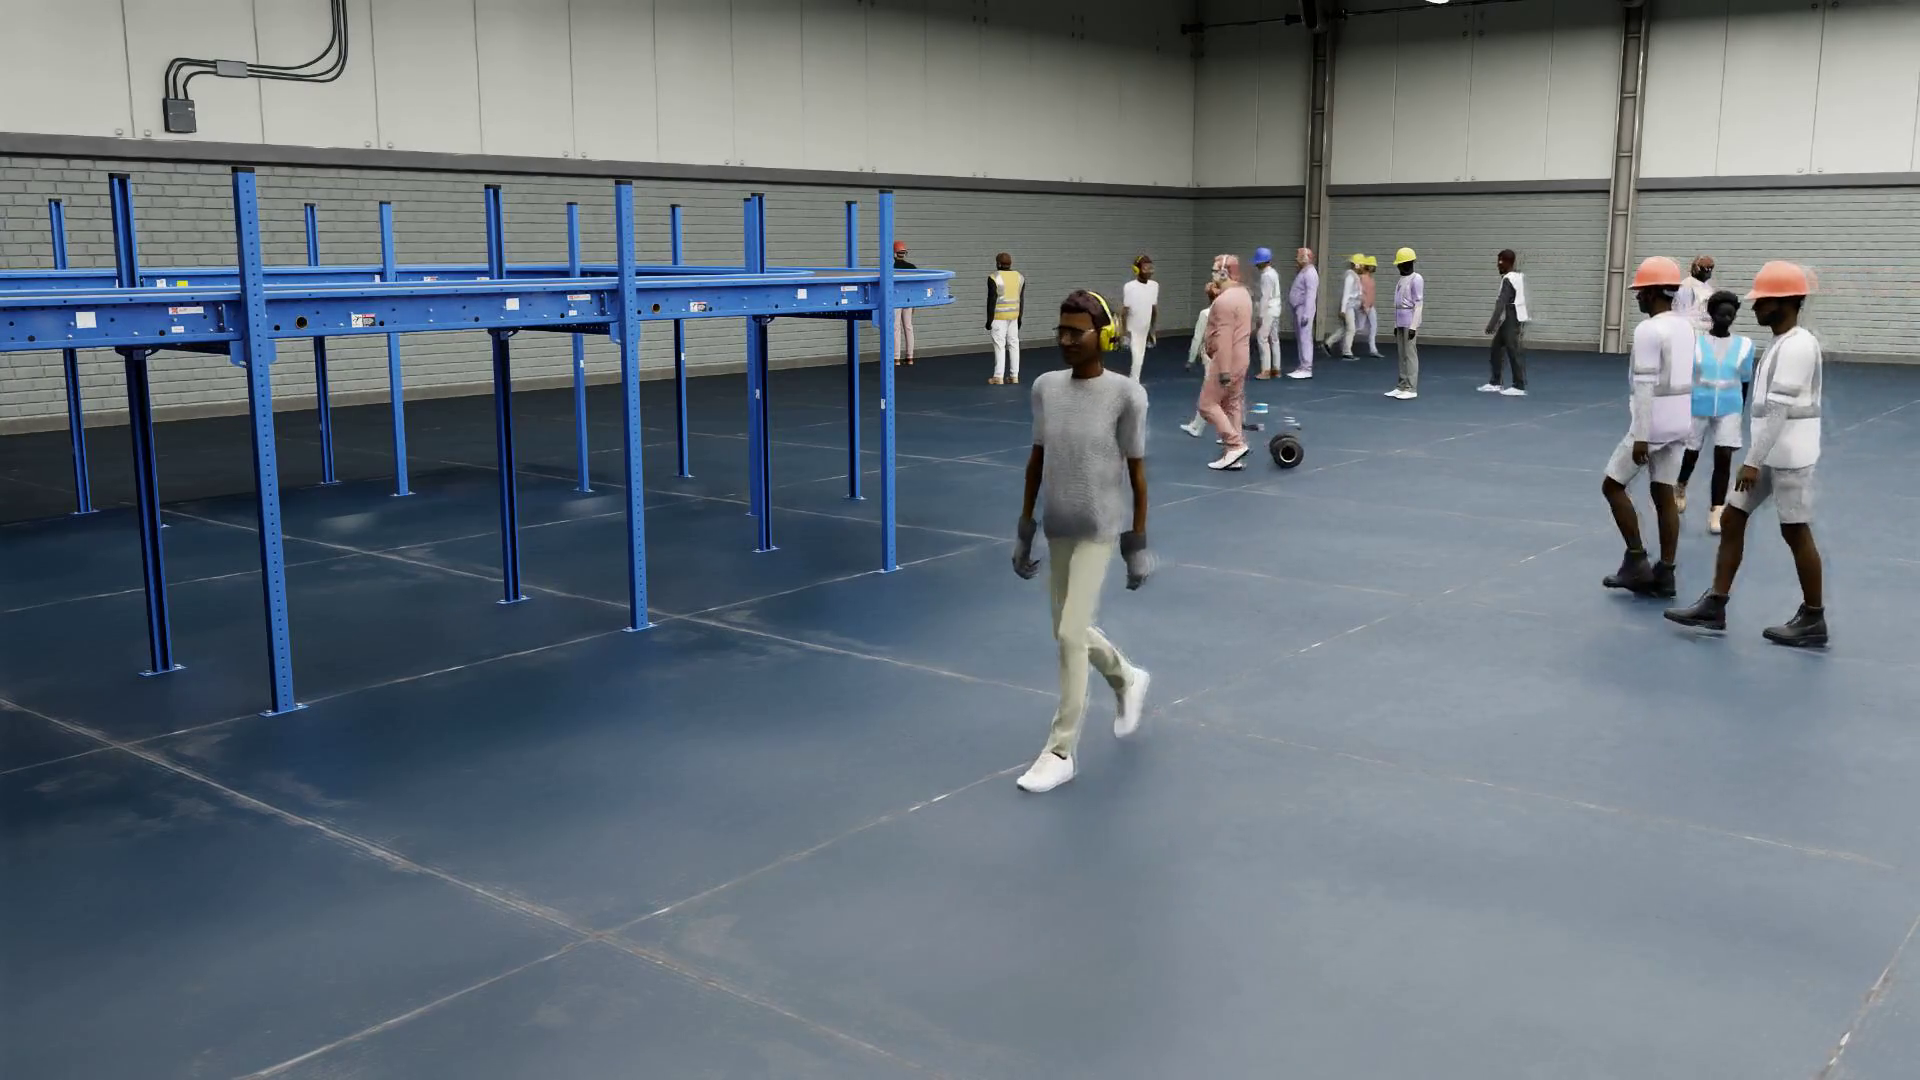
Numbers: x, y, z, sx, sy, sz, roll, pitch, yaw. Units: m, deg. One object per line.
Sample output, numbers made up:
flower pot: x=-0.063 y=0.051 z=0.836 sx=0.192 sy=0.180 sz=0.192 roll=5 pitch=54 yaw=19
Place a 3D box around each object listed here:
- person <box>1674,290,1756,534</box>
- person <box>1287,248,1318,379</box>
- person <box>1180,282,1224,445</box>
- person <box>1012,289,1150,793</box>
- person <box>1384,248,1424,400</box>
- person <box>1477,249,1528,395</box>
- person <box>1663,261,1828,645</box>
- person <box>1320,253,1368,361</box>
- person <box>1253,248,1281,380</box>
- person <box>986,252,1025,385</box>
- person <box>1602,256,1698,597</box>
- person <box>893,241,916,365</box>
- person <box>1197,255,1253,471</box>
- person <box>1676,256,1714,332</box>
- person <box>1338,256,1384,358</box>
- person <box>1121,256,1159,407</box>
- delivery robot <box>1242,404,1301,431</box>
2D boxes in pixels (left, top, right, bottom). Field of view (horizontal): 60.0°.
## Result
person: x=5.285 y=-0.927 z=11.731 sx=0.524 sy=1.677 sz=0.725 roll=3 pitch=11 yaw=15
person: x=5.017 y=-3.325 z=24.399 sx=0.403 sy=1.904 sz=0.651 roll=0 pitch=10 yaw=2
person: x=2.493 y=-1.765 z=16.598 sx=0.527 sy=1.592 sz=0.849 roll=-10 pitch=14 yaw=-44
person: x=0.490 y=-0.034 z=6.351 sx=0.525 sy=1.847 sz=0.850 roll=9 pitch=14 yaw=41
person: x=5.696 y=-2.765 z=21.260 sx=0.382 sy=1.917 sz=0.585 roll=-1 pitch=10 yaw=-7
person: x=7.111 y=-2.857 z=21.850 sx=0.770 sy=1.886 sz=0.587 roll=4 pitch=11 yaw=23
person: x=4.008 y=-0.430 z=8.367 sx=0.876 sy=1.904 sz=0.564 roll=2 pitch=11 yaw=13
person: x=6.484 y=-3.935 z=28.078 sx=0.707 sy=1.798 sz=0.626 roll=4 pitch=11 yaw=20
person: x=4.499 y=-3.311 z=24.325 sx=0.390 sy=1.905 sz=0.732 roll=3 pitch=11 yaw=18
person: x=0.613 y=-3.120 z=23.439 sx=0.633 sy=1.841 sz=0.429 roll=-7 pitch=13 yaw=-36
person: x=3.928 y=-0.641 z=9.478 sx=0.579 sy=1.917 sz=0.536 roll=-8 pitch=13 yaw=-37
person: x=-0.975 y=-3.846 z=27.034 sx=0.611 sy=1.995 sz=0.375 roll=-8 pitch=13 yaw=-37
person: x=2.318 y=-1.542 z=14.573 sx=0.425 sy=1.893 sz=0.651 roll=5 pitch=12 yaw=28
person: x=8.427 y=-2.325 z=19.053 sx=0.619 sy=1.838 sz=0.430 roll=-10 pitch=14 yaw=-44
person: x=6.978 y=-4.040 z=28.788 sx=0.740 sy=1.745 sz=0.528 roll=9 pitch=14 yaw=42
person: x=2.143 y=-2.444 z=19.745 sx=0.507 sy=1.828 sz=0.609 roll=-7 pitch=13 yaw=-35
delivery robot: x=2.731 y=-1.118 z=15.051 sx=0.698 sy=0.223 sz=0.335 roll=1 pitch=10 yaw=7
